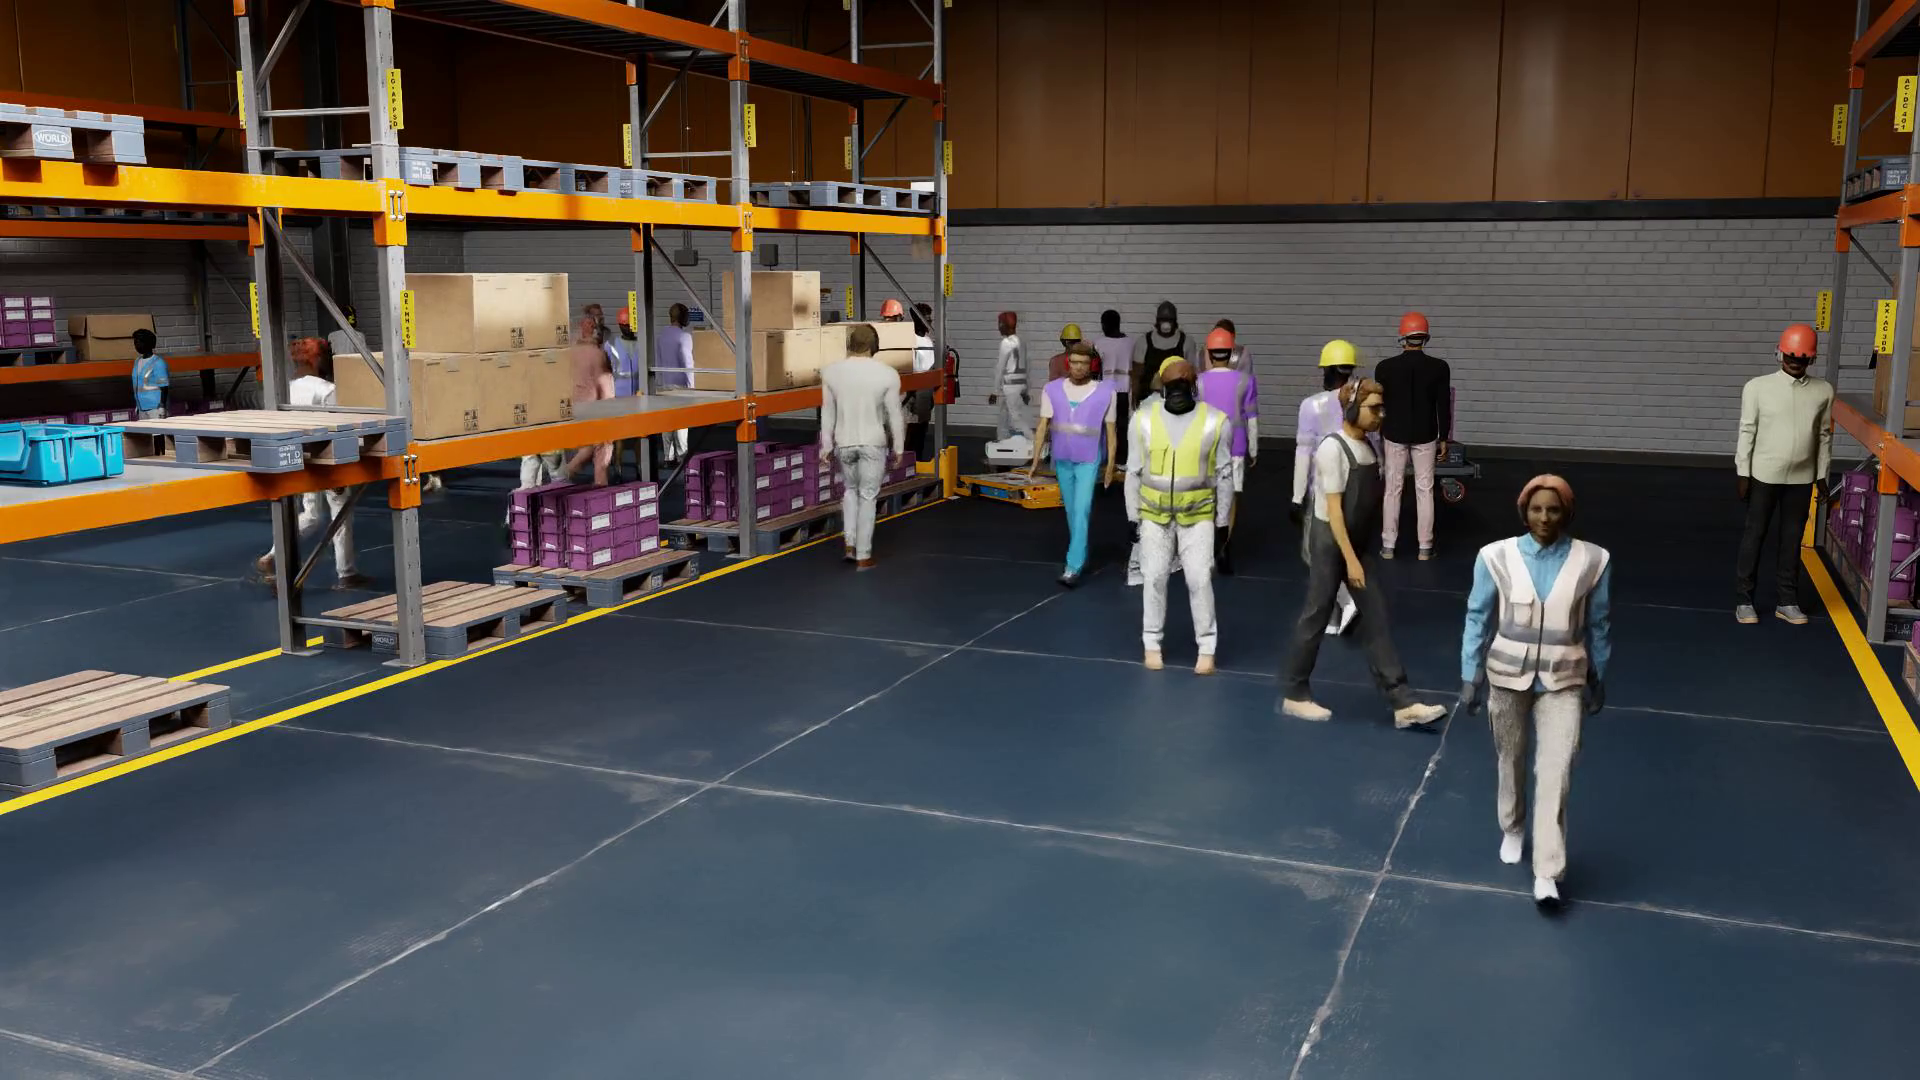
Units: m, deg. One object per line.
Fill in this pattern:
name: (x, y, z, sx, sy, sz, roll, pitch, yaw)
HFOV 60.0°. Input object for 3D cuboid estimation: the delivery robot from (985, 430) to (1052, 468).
delivery robot: (0.642, -0.972, 18.340, 0.707, 0.478, 0.477, 2, 9, 11)

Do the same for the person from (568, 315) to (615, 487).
person: (-3.637, -1.269, 16.384, 0.549, 1.890, 0.652, -8, 12, -40)

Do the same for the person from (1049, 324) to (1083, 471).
person: (1.154, -1.372, 17.388, 0.525, 1.769, 0.308, -7, 12, -36)

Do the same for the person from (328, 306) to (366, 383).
person: (-7.628, -1.984, 20.800, 0.514, 1.866, 0.332, 1, 9, 5)

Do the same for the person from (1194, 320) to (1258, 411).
person: (2.823, -1.414, 17.553, 0.620, 1.798, 0.897, 7, 11, 34)

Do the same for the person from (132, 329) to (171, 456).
person: (-8.734, -1.432, 17.971, 0.531, 1.692, 0.320, 6, 11, 32)

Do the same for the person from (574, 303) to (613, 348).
person: (-4.762, -2.142, 21.707, 0.680, 1.883, 0.654, 5, 11, 27)

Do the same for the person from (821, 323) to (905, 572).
person: (-0.741, -0.724, 12.993, 0.654, 1.916, 0.584, 3, 10, 16)

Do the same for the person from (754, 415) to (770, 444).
person: (-2.565, -2.016, 20.877, 0.406, 1.905, 0.659, -2, 10, -12)

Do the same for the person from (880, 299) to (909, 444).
person: (-0.738, -1.667, 18.480, 0.612, 1.995, 0.393, 4, 10, 21)

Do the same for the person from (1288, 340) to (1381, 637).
person: (2.395, -0.300, 10.461, 0.606, 1.907, 0.601, -4, 10, -25)

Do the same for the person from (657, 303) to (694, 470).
person: (-3.280, -1.787, 19.393, 0.367, 1.937, 0.640, -8, 12, -40)

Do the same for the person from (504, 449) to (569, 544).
person: (-3.591, -0.761, 14.170, 0.515, 1.606, 0.788, 3, 10, 18)

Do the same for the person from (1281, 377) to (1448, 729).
person: (2.043, 0.087, 8.445, 0.513, 1.799, 0.923, -9, 13, -43)

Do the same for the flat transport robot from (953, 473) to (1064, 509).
flat transport robot: (0.593, -0.513, 16.699, 0.652, 0.197, 1.431, -6, 11, -33)

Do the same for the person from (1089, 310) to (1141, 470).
person: (1.705, -1.675, 18.950, 0.636, 1.862, 0.777, -4, 10, -22)

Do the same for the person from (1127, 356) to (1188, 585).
person: (1.584, -0.520, 12.428, 0.835, 1.699, 0.492, -5, 11, -29)

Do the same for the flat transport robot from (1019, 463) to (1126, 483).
flat transport robot: (1.154, -0.696, 17.807, 0.652, 0.197, 1.431, 8, 12, 39)

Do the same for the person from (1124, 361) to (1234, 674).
person: (1.276, -0.134, 9.742, 0.635, 1.825, 0.430, 3, 10, 16)

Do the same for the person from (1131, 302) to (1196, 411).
person: (2.236, -1.661, 18.308, 0.691, 2.000, 1.042, 2, 10, 12)

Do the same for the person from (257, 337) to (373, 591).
person: (-4.678, -0.528, 12.002, 0.583, 1.861, 0.790, 6, 11, 33)

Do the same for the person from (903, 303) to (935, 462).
person: (-0.440, -1.622, 18.291, 0.361, 1.964, 0.616, 4, 10, 22)

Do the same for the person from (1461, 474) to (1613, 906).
person: (2.176, 0.544, 6.306, 0.538, 1.590, 0.873, 3, 10, 19)

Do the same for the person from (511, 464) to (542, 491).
person: (-4.513, -1.384, 17.251, 0.404, 1.834, 0.591, -3, 10, -18)

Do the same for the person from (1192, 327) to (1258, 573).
person: (2.038, -0.710, 13.000, 0.554, 1.903, 0.951, 2, 10, 14)

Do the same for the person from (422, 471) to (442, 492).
person: (-5.628, -1.268, 17.126, 0.539, 1.647, 0.906, 4, 10, 23)

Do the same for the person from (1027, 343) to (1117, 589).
person: (0.825, -0.543, 12.263, 0.588, 1.794, 0.952, 4, 10, 24)

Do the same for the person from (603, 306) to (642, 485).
person: (-3.567, -1.555, 17.979, 0.552, 1.934, 0.373, -4, 10, -22)

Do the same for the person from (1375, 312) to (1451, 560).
person: (3.634, -0.830, 13.401, 0.611, 1.998, 0.375, 3, 10, 16)

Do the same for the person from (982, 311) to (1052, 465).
person: (0.677, -1.752, 19.457, 0.881, 1.859, 0.577, 3, 10, 20)

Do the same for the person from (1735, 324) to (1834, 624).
person: (5.439, -0.425, 10.982, 0.609, 1.985, 0.391, 0, 9, 2)
